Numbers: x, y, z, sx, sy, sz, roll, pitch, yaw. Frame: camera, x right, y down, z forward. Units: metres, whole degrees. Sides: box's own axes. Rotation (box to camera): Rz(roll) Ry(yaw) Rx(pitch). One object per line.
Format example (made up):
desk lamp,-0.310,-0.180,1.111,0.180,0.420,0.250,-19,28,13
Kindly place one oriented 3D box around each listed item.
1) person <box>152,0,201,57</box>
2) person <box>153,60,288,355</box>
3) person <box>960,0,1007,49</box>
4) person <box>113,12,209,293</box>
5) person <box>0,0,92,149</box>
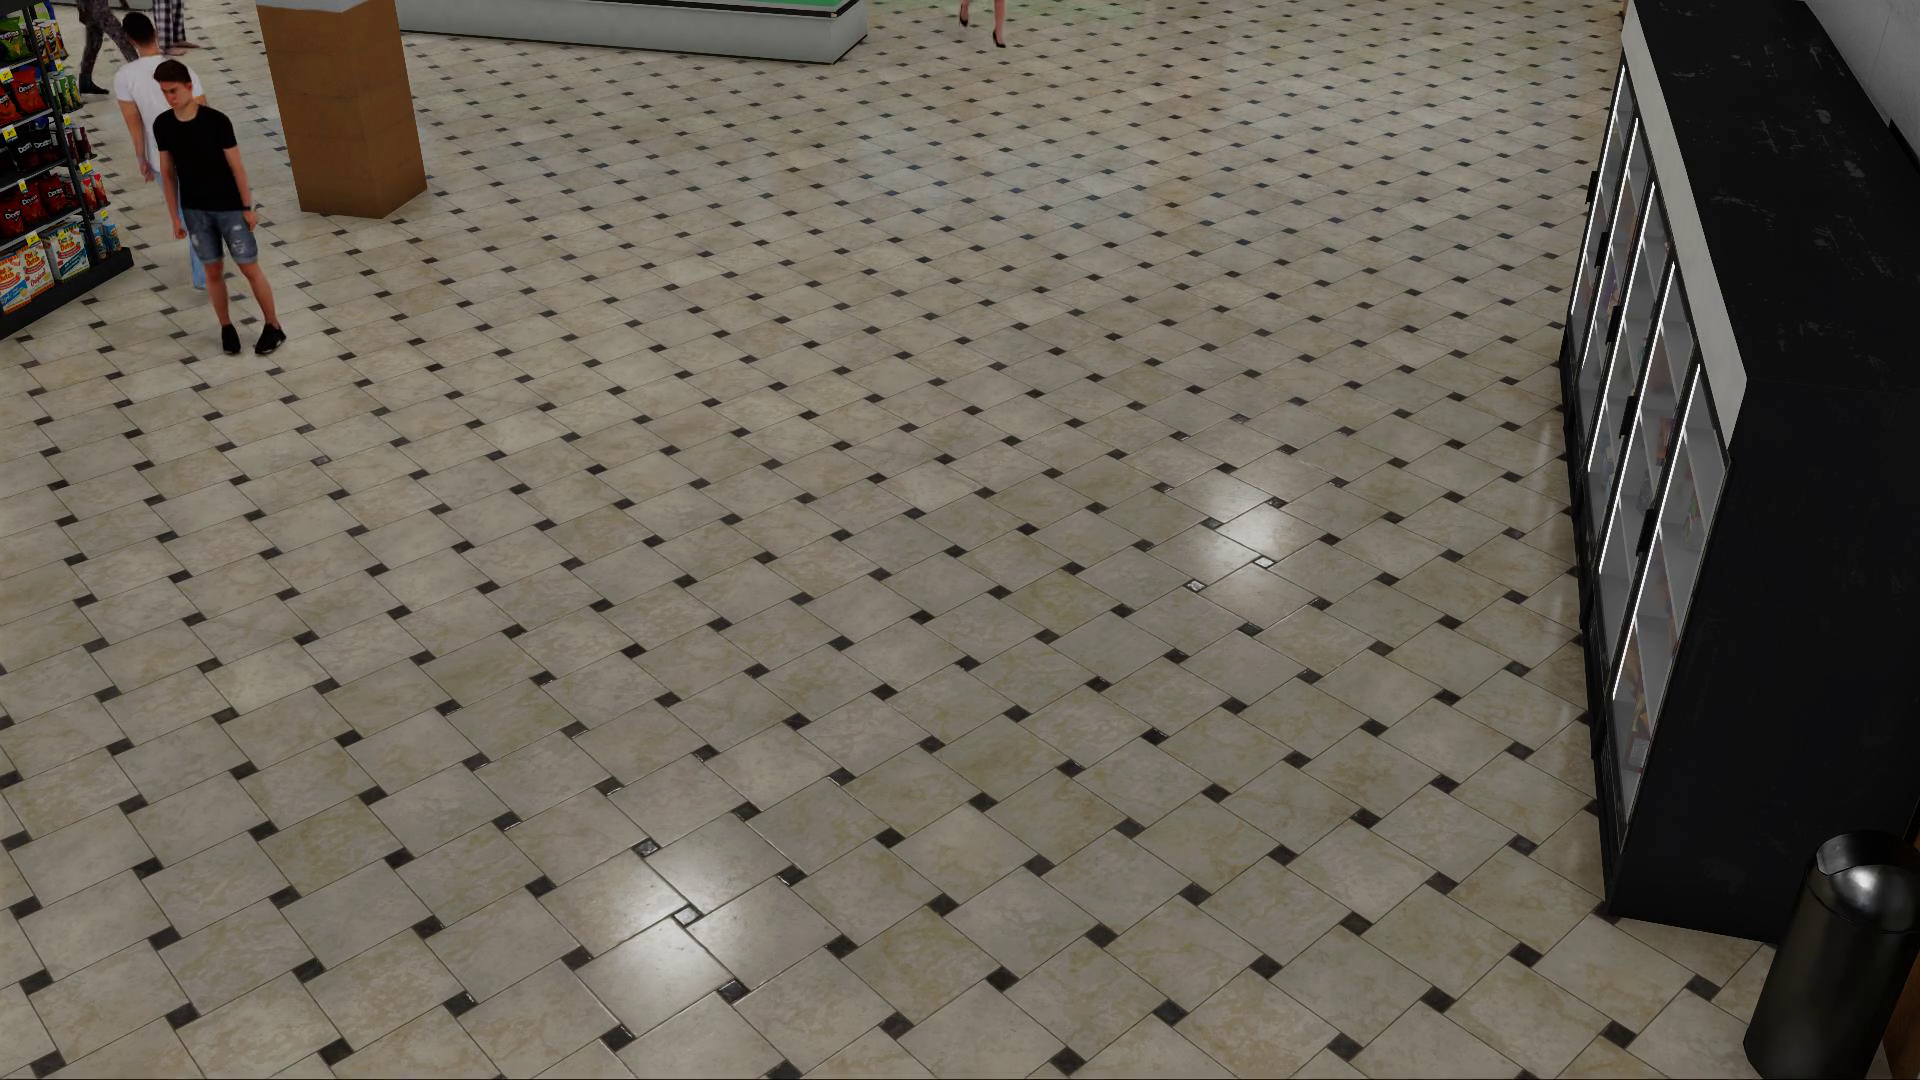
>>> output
person,-7.793,-5.687,16.151,0.563,1.847,0.646,5,32,8
person,-4.656,-2.089,10.374,0.637,1.841,0.795,-2,32,-3
person,0.224,-5.767,16.403,1.085,1.716,1.075,-13,34,-19
person,-5.230,-2.521,11.107,1.256,1.800,1.141,-6,32,-10
person,-7.558,-4.046,13.546,0.685,1.813,0.735,19,36,27
